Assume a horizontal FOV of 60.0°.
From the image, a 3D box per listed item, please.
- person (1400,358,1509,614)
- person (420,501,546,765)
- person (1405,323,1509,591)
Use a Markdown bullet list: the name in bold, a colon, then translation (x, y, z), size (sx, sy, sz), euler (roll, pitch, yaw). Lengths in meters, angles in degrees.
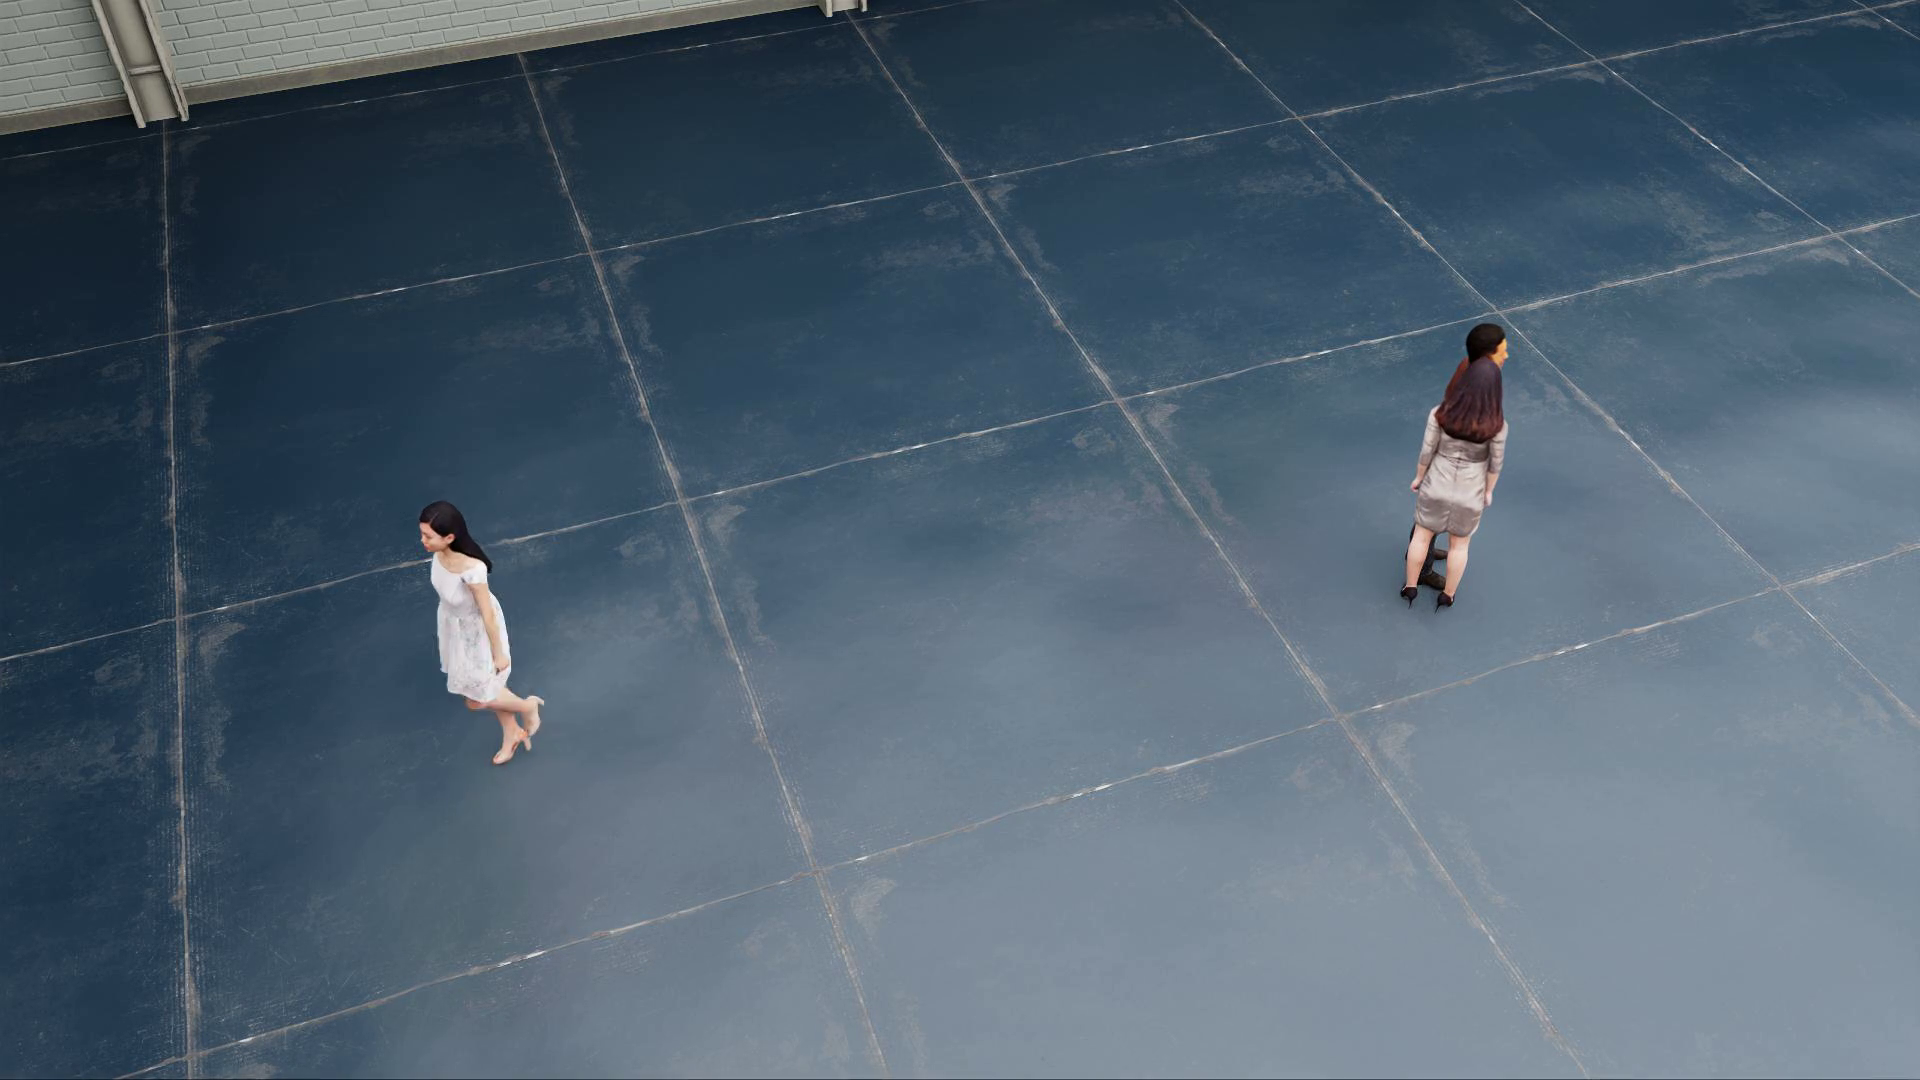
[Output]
- **person**: translation (2.735, -0.276, 9.230), size (0.655, 1.746, 0.726), euler (16, 45, 16)
- **person**: translation (-2.368, 0.459, 8.428), size (0.839, 1.767, 0.759), euler (-31, 51, -29)
- **person**: translation (2.799, -0.486, 9.430), size (0.702, 1.781, 0.713), euler (7, 43, 7)
